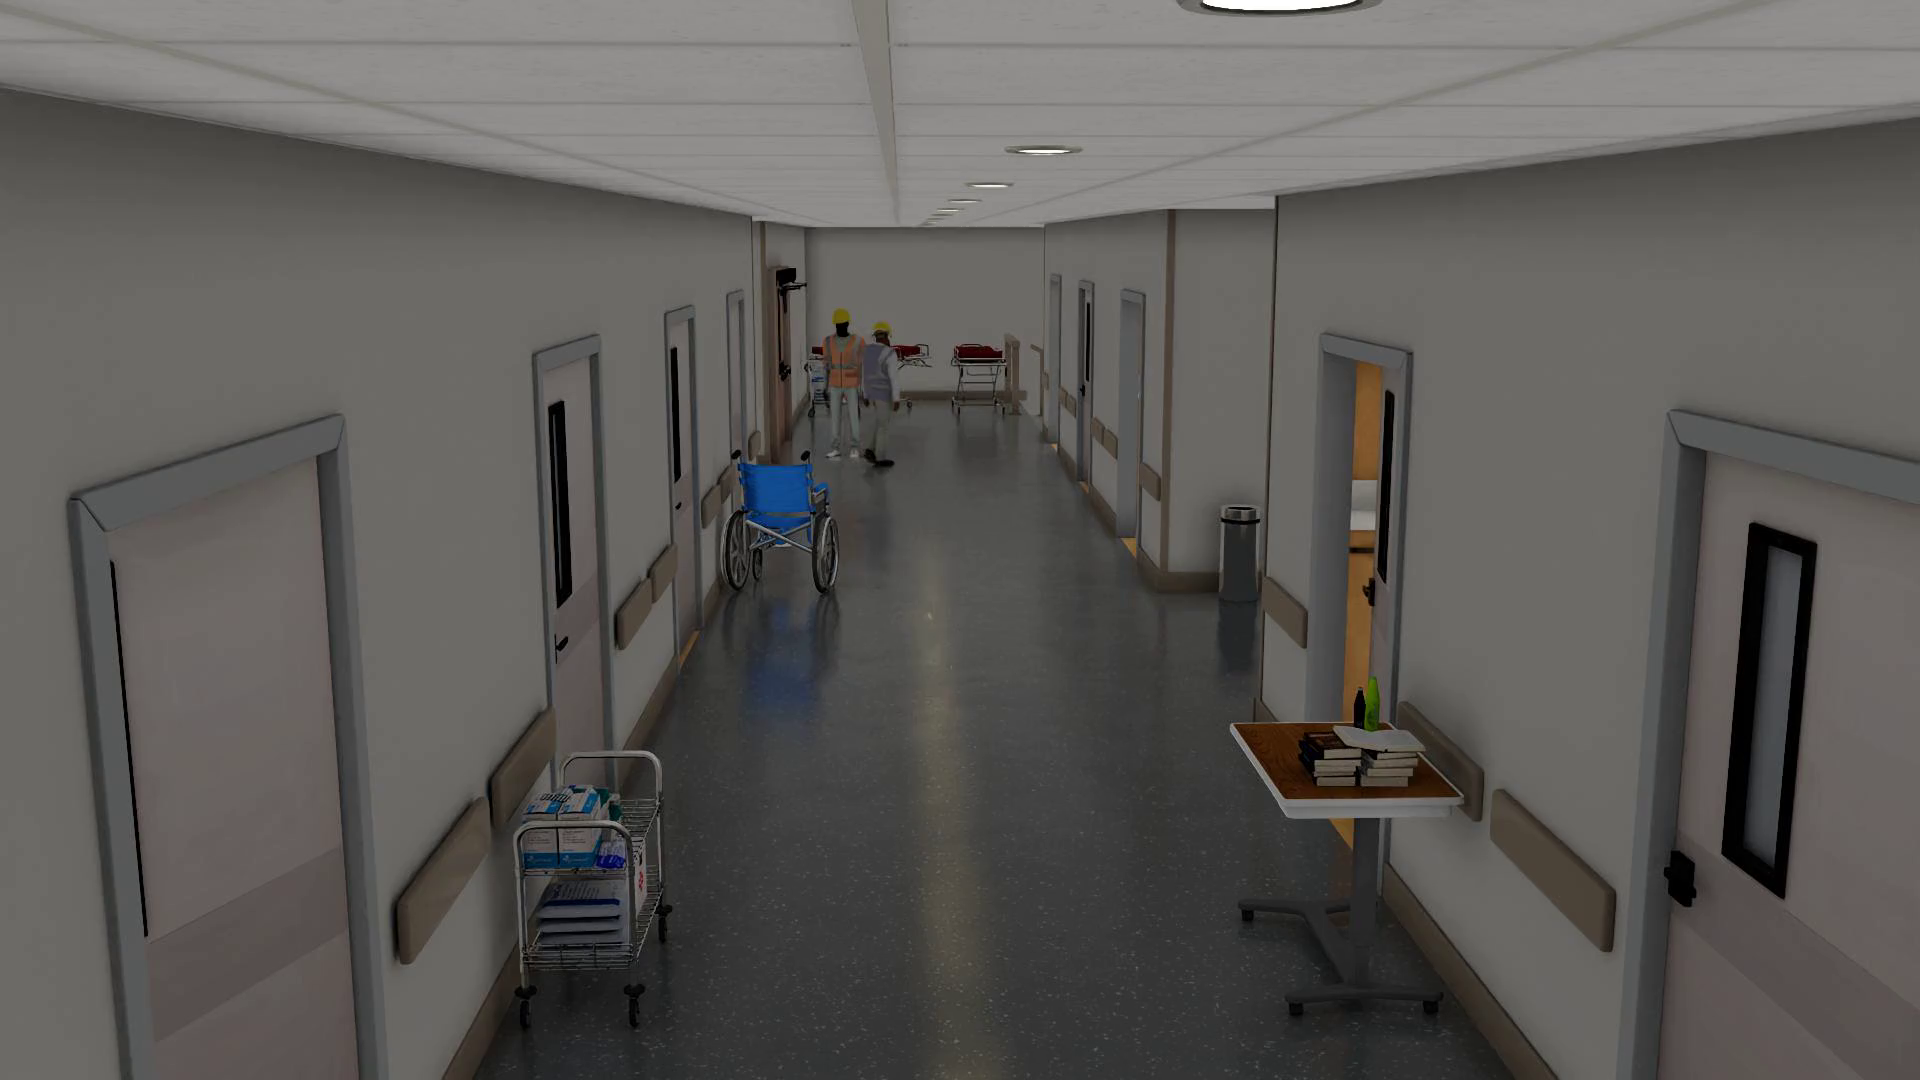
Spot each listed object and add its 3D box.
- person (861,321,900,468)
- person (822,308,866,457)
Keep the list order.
[{"bbox_3d":[-0.954,-1.780,20.446,0.421,1.798,0.616,-9,14,-42],"label":"person"},{"bbox_3d":[-1.497,-2.012,21.415,0.593,1.930,0.387,2,10,11],"label":"person"}]
